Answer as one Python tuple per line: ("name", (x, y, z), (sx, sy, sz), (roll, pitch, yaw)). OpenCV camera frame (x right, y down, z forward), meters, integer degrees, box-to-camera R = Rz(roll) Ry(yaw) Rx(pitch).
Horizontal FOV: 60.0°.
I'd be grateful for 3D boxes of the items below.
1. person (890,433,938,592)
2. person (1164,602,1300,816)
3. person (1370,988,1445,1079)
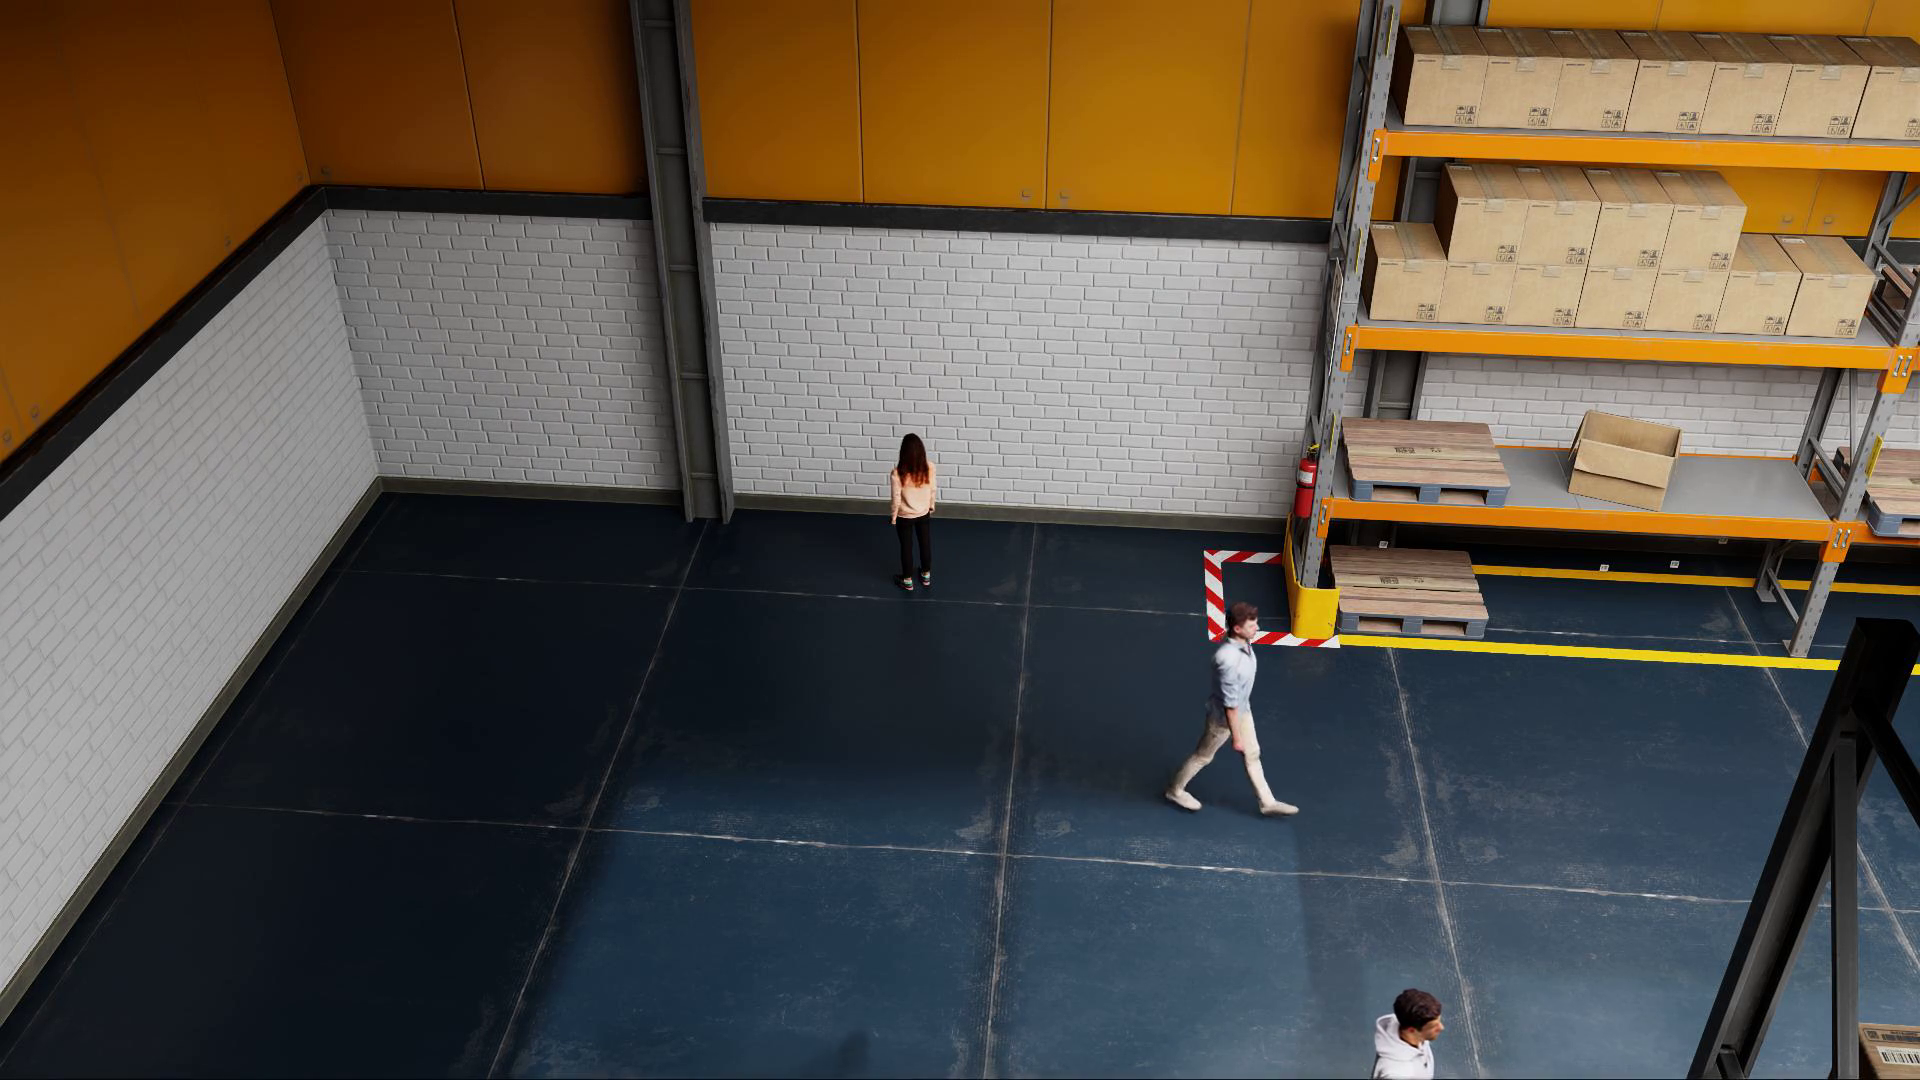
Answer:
("person", (-0.398, -0.246, 14.024), (0.608, 1.484, 0.710), (-15, 37, -22))
("person", (1.774, 1.201, 11.566), (1.270, 1.796, 0.949), (14, 36, 21))
("person", (2.224, 3.037, 8.683), (0.645, 1.929, 0.714), (8, 34, 12))
